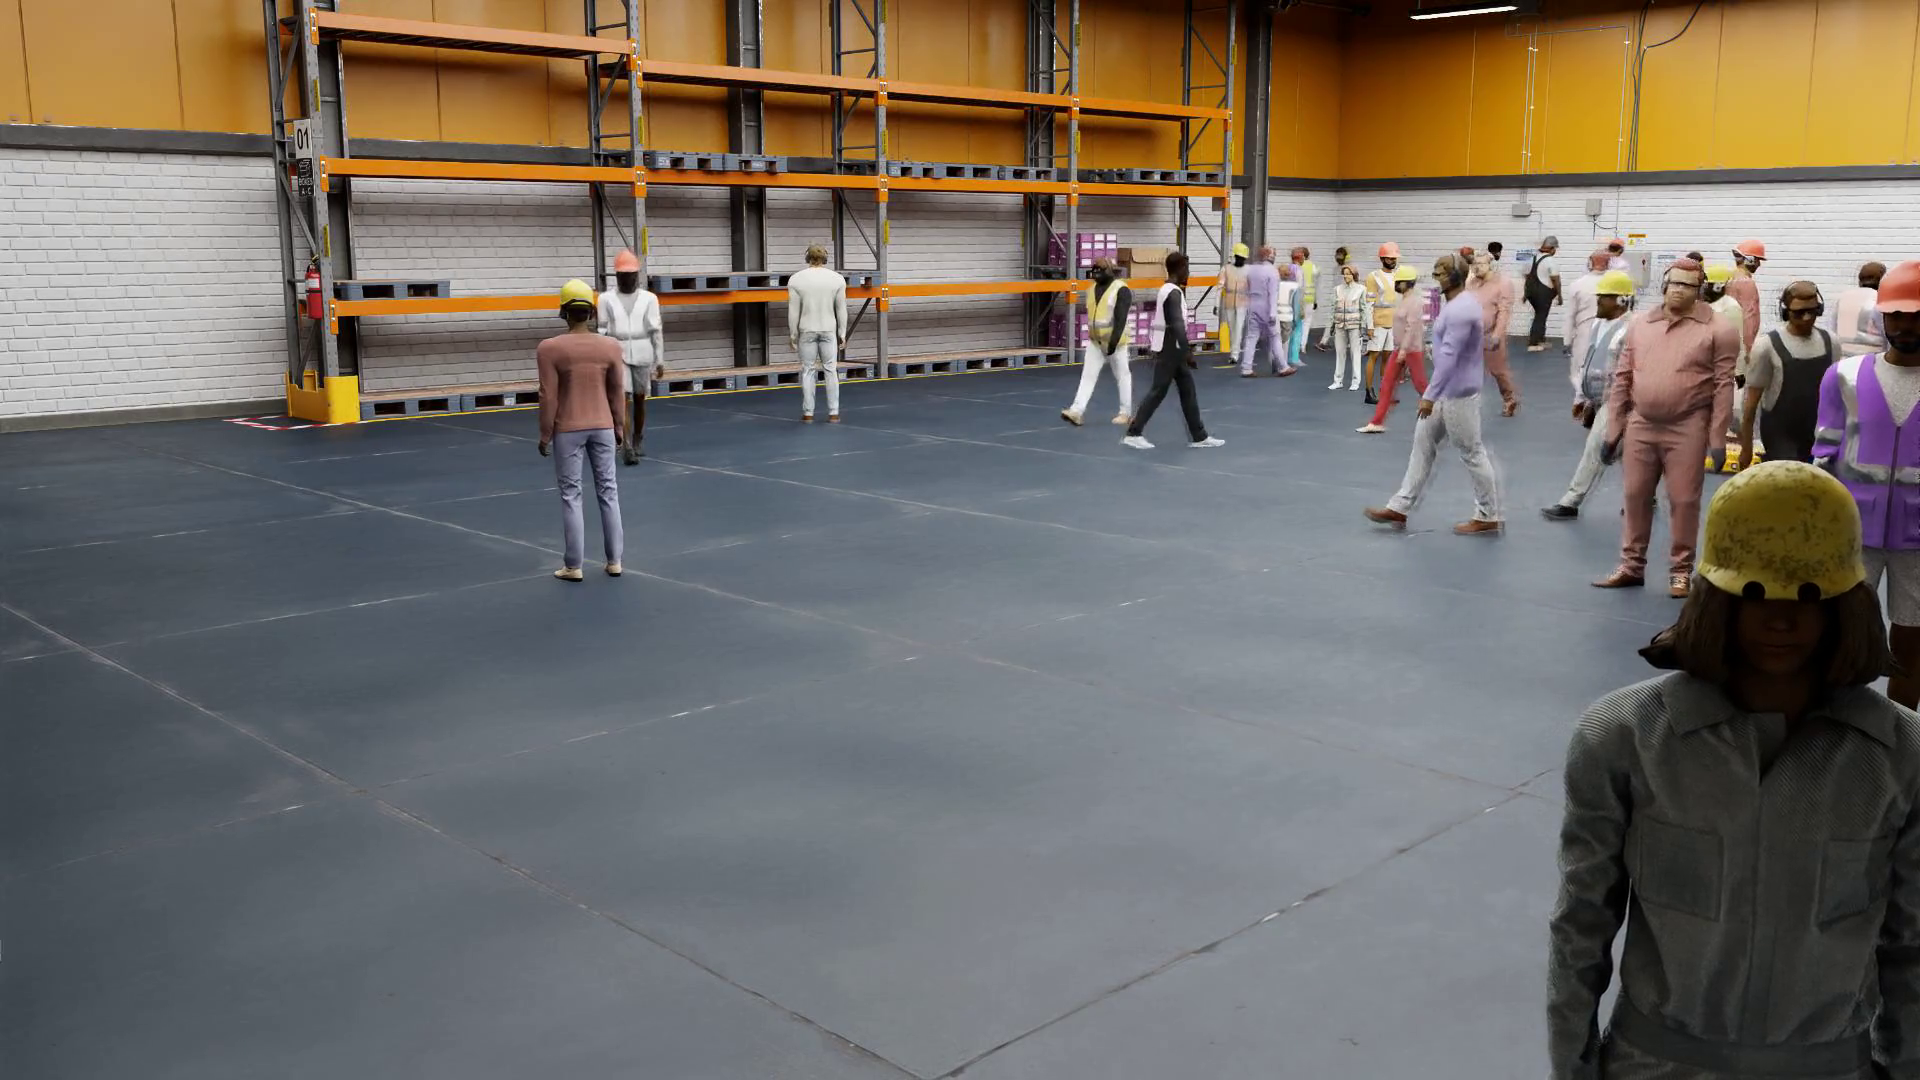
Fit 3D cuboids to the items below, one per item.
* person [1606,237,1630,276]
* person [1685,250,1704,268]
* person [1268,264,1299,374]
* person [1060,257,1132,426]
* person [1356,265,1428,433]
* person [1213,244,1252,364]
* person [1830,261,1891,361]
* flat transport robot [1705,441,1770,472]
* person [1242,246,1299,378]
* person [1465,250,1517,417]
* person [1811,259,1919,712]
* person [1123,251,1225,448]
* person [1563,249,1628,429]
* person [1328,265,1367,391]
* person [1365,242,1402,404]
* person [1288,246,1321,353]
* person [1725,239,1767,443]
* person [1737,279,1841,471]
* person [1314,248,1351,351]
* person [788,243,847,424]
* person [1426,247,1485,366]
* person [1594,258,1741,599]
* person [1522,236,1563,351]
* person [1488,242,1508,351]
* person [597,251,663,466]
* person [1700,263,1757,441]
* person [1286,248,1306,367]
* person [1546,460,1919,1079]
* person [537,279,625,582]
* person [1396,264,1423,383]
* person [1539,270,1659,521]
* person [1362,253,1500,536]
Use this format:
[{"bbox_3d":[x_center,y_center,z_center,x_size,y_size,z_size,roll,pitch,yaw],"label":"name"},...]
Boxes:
[{"bbox_3d":[10.852,-4.083,27.969,0.685,2.000,0.958,9,14,41],"label":"person"},{"bbox_3d":[9.062,-2.688,20.754,0.521,1.847,0.841,9,13,39],"label":"person"},{"bbox_3d":[4.664,-3.214,24.241,0.521,1.619,0.700,2,11,11],"label":"person"},{"bbox_3d":[1.502,-2.094,17.666,0.987,1.781,0.623,-10,15,-44],"label":"person"},{"bbox_3d":[4.561,-1.934,16.949,0.898,1.726,0.523,-2,11,-12],"label":"person"},{"bbox_3d":[4.310,-3.681,26.071,0.625,1.861,0.995,4,11,19],"label":"person"},{"bbox_3d":[7.688,-1.422,13.960,0.944,1.789,0.646,-1,10,-5],"label":"person"},{"bbox_3d":[7.120,-0.732,14.365,1.431,0.197,0.652,-7,12,-32],"label":"flat transport robot"},{"bbox_3d":[4.412,-3.238,23.676,0.879,1.867,0.676,-6,12,-31],"label":"person"},{"bbox_3d":[5.826,-2.258,18.355,0.960,1.868,0.628,-10,14,-43],"label":"person"},{"bbox_3d":[3.317,-0.021,5.935,0.547,1.939,0.376,6,12,30],"label":"person"},{"bbox_3d":[2.028,-1.794,15.799,0.966,1.876,0.601,1,10,7],"label":"person"},{"bbox_3d":[6.569,-2.051,17.162,0.656,1.892,0.598,0,10,3],"label":"person"},{"bbox_3d":[5.087,-2.778,21.787,0.522,1.639,0.306,9,14,40],"label":"person"},{"bbox_3d":[5.115,-2.599,19.999,0.542,1.938,0.357,-6,12,-28],"label":"person"},{"bbox_3d":[5.868,-4.122,28.600,0.637,1.831,0.431,0,10,2],"label":"person"},{"bbox_3d":[7.515,-1.897,16.030,0.387,1.989,0.608,0,10,2],"label":"person"},{"bbox_3d":[4.629,-0.571,9.350,0.542,1.794,0.928,-2,11,-13],"label":"person"},{"bbox_3d":[6.636,-4.188,29.025,1.011,1.809,0.541,-7,13,-34],"label":"person"},{"bbox_3d":[-1.531,-2.217,17.909,0.635,1.937,0.352,-2,11,-10],"label":"person"},{"bbox_3d":[7.767,-3.645,25.944,0.573,1.854,0.859,-9,14,-42],"label":"person"},{"bbox_3d":[3.966,-0.621,9.364,0.403,1.895,0.692,-10,14,-43],"label":"person"},{"bbox_3d":[10.305,-4.339,29.207,0.817,2.000,0.721,-3,11,-18],"label":"person"},{"bbox_3d":[9.146,-4.257,29.134,0.875,1.920,0.605,4,11,23],"label":"person"},{"bbox_3d":[-2.946,-1.631,14.889,0.559,1.883,1.038,-3,11,-15],"label":"person"},{"bbox_3d":[6.798,-1.570,14.818,0.903,1.795,0.609,0,10,2],"label":"person"},{"bbox_3d":[5.178,-3.586,25.750,0.458,1.809,0.590,-1,10,-7],"label":"person"},{"bbox_3d":[1.041,0.755,2.240,0.492,1.742,0.319,3,11,15],"label":"person"},{"bbox_3d":[-2.226,-0.640,9.782,0.534,1.767,0.320,-7,12,-33],"label":"person"},{"bbox_3d":[6.098,-2.997,23.004,0.531,1.616,0.558,0,10,1],"label":"person"},{"bbox_3d":[4.640,-1.026,11.869,0.954,1.784,0.602,-1,10,-7],"label":"person"},{"bbox_3d":[3.219,-0.968,11.216,0.986,1.896,0.650,1,10,8],"label":"person"}]
